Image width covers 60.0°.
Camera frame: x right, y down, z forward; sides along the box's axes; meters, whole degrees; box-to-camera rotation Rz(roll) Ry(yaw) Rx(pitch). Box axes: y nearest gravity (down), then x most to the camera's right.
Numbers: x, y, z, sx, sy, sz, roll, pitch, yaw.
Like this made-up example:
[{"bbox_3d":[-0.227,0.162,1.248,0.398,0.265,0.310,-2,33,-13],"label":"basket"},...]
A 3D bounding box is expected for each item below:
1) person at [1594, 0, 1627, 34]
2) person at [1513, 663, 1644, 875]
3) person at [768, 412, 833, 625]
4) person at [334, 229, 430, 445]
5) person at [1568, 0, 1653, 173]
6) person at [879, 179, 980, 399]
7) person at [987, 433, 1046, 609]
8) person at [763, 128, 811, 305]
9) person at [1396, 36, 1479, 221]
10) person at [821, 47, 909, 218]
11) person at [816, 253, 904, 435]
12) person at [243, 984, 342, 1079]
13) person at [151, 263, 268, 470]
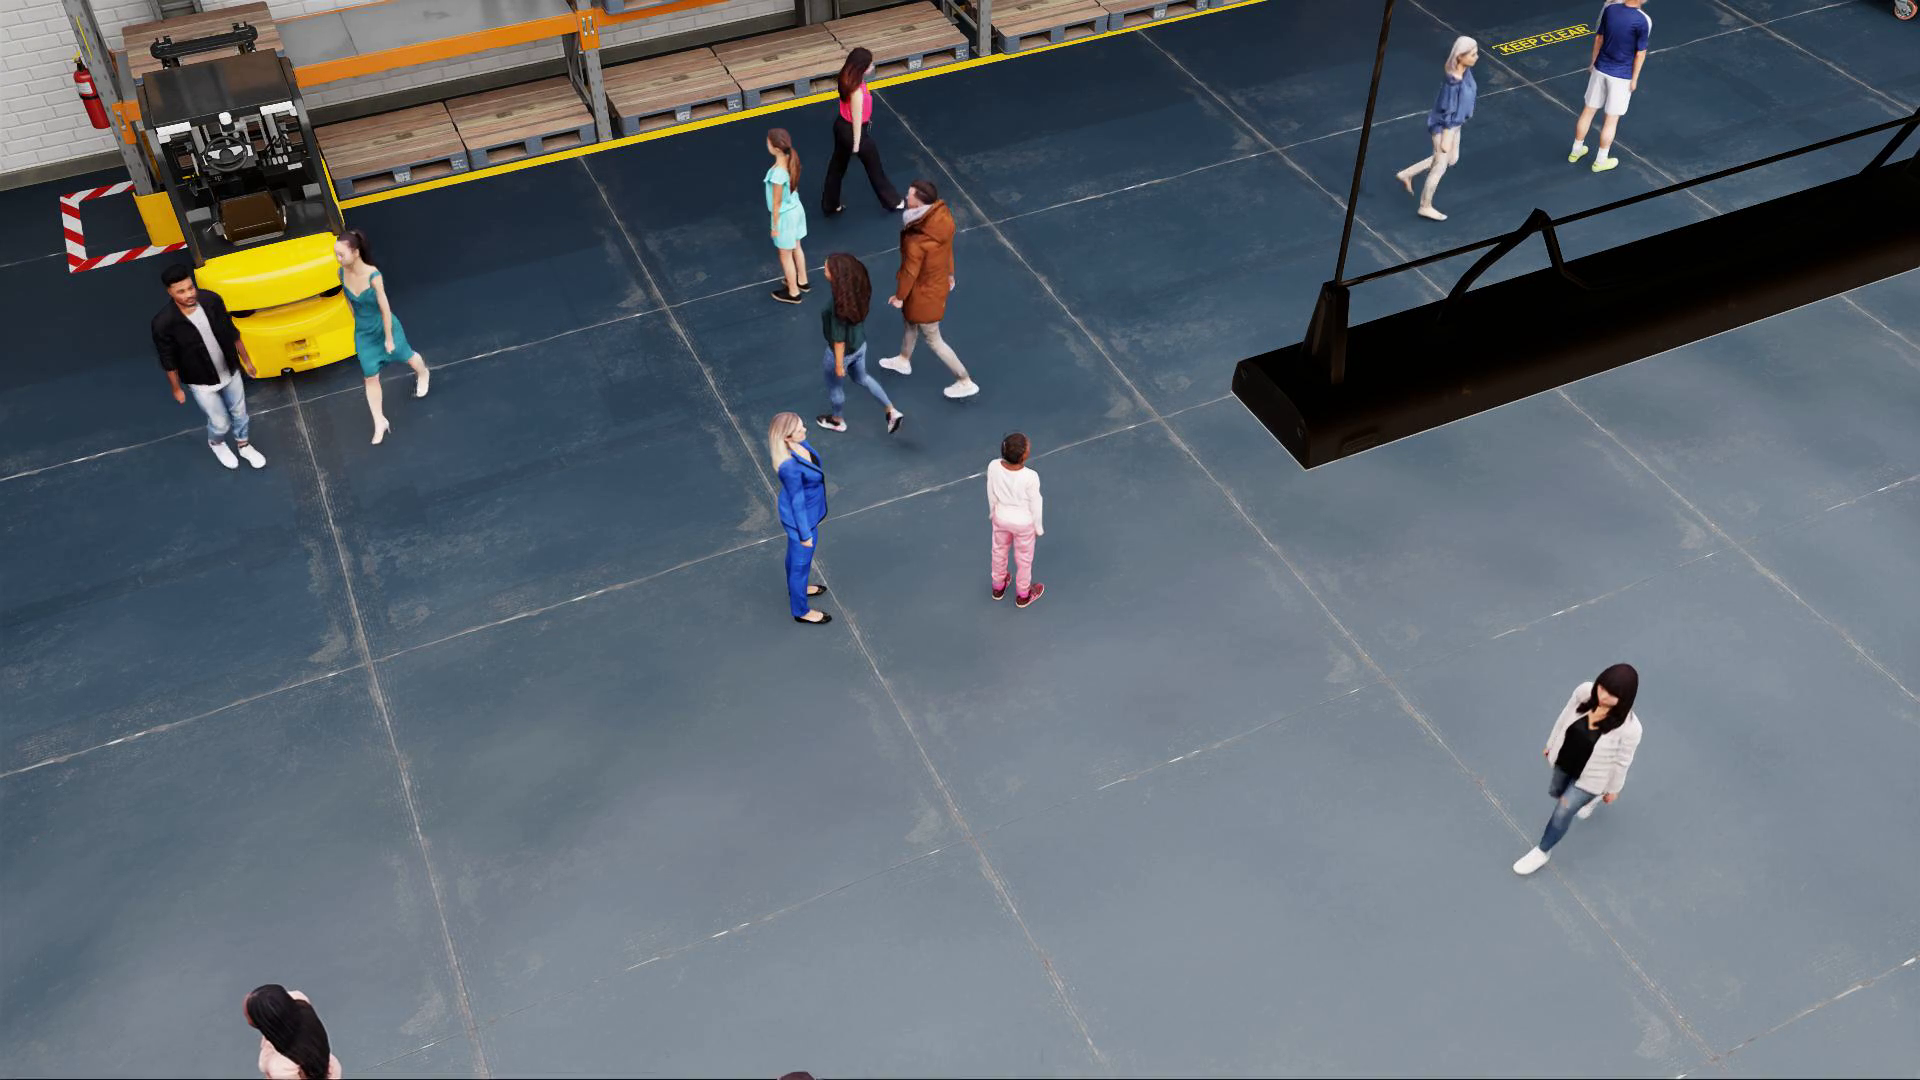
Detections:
[{"bbox_3d":[6.445,-5.037,16.264,0.653,1.180,0.778,30,51,28],"label":"person"},{"bbox_3d":[3.562,1.229,9.370,0.977,1.617,0.681,-23,48,-22],"label":"person"},{"bbox_3d":[-1.055,-0.157,10.764,0.645,1.701,0.682,-6,44,-6],"label":"person"},{"bbox_3d":[-4.240,-1.575,12.297,1.014,1.640,1.009,9,44,9],"label":"person"},{"bbox_3d":[5.857,-4.194,14.906,0.640,1.834,0.688,-29,51,-27],"label":"person"},{"bbox_3d":[-0.180,-1.822,12.442,1.208,1.798,1.137,14,45,14],"label":"person"},{"bbox_3d":[0.359,-0.147,10.943,0.630,1.441,0.665,21,47,20],"label":"person"},{"bbox_3d":[-1.403,-2.629,13.462,0.690,1.558,0.630,13,45,13],"label":"person"},{"bbox_3d":[4.105,-3.564,14.353,0.895,1.684,0.853,21,48,21],"label":"person"},{"bbox_3d":[-0.986,-3.461,14.291,0.996,1.620,0.606,-22,48,-21],"label":"person"},{"bbox_3d":[-0.760,-1.389,12.130,0.988,1.601,0.973,18,46,18],"label":"person"},{"bbox_3d":[-3.044,2.608,7.848,0.621,1.721,0.678,-7,44,-7],"label":"person"},{"bbox_3d":[-5.402,-1.263,11.859,0.904,1.792,0.798,26,49,25],"label":"person"}]
